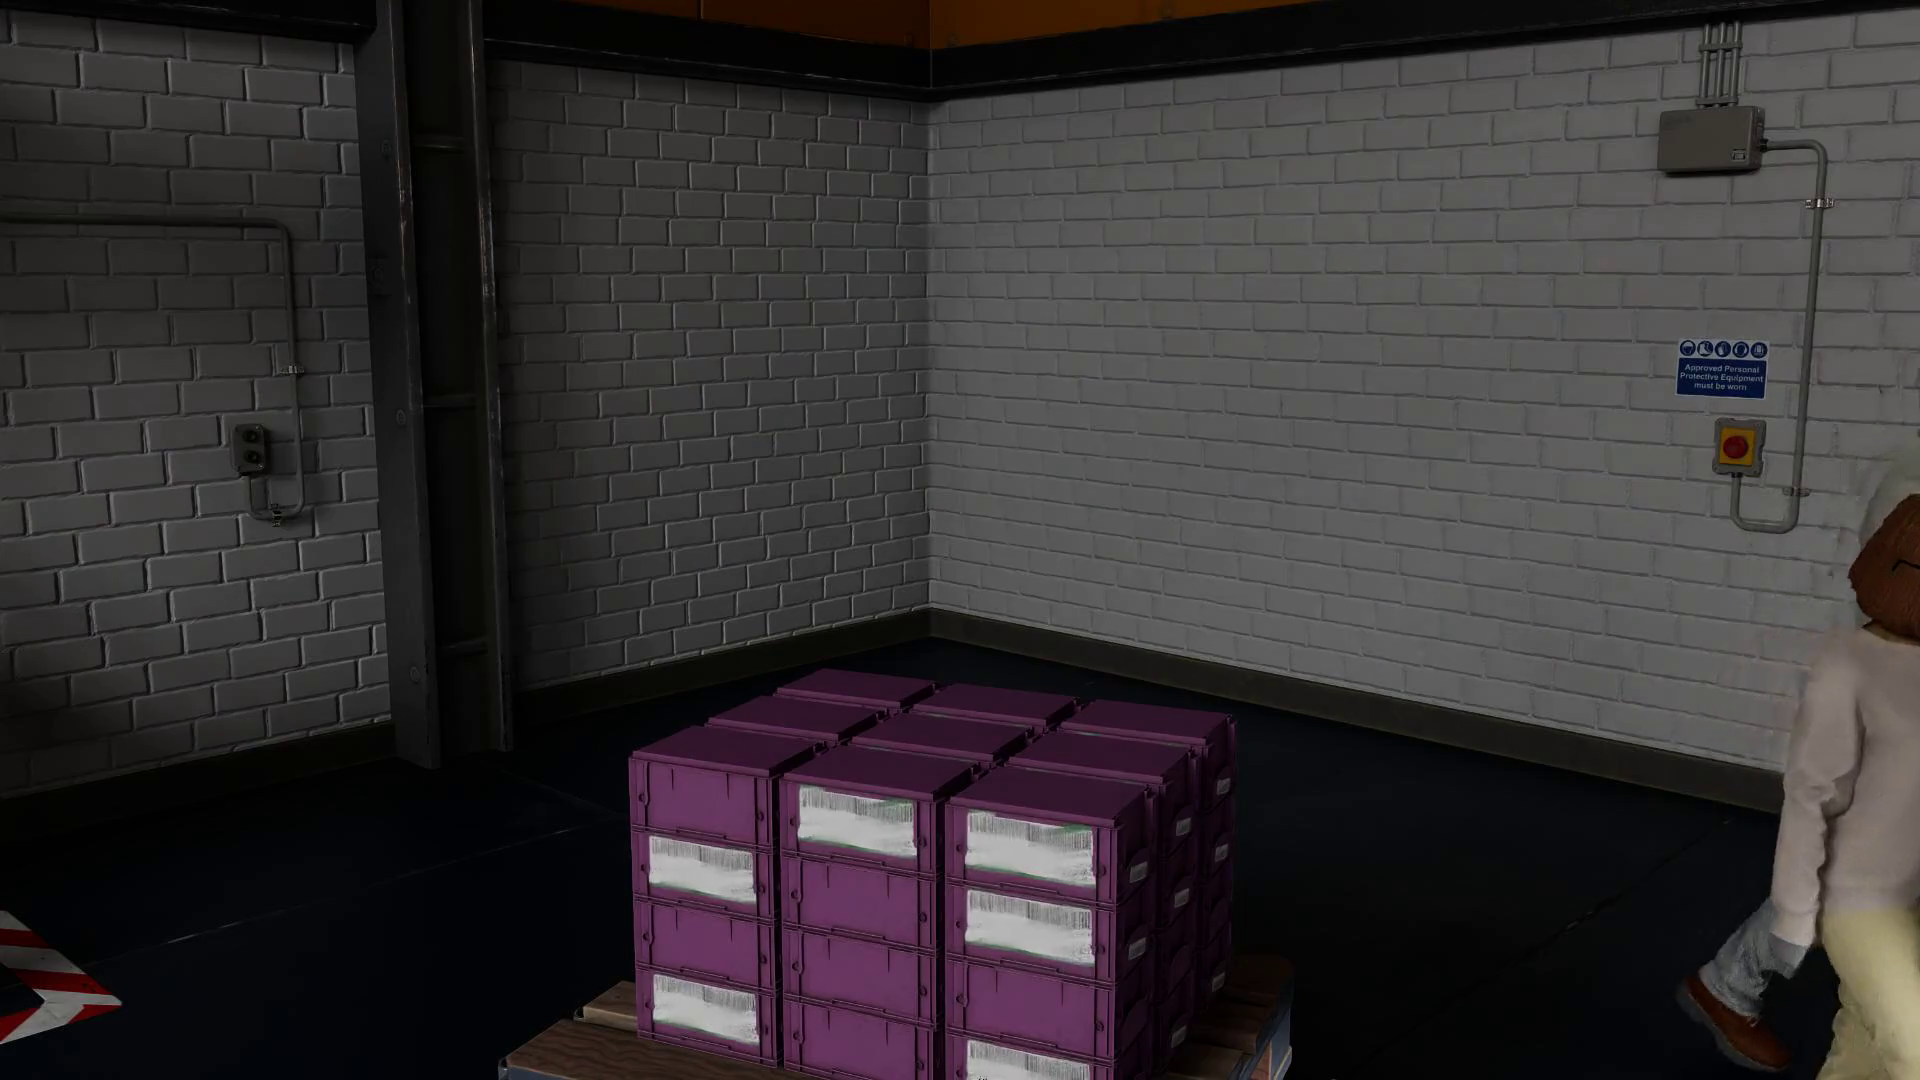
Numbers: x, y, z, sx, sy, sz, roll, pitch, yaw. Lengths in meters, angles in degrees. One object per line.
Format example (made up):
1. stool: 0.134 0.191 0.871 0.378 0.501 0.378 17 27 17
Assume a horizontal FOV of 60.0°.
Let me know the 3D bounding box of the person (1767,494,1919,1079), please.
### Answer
1. person: 1.792 0.708 3.182 0.520 1.614 0.407 -7 11 -35

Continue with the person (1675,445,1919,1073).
1. person: 2.234 0.445 3.918 0.617 1.904 0.955 -7 12 -38
